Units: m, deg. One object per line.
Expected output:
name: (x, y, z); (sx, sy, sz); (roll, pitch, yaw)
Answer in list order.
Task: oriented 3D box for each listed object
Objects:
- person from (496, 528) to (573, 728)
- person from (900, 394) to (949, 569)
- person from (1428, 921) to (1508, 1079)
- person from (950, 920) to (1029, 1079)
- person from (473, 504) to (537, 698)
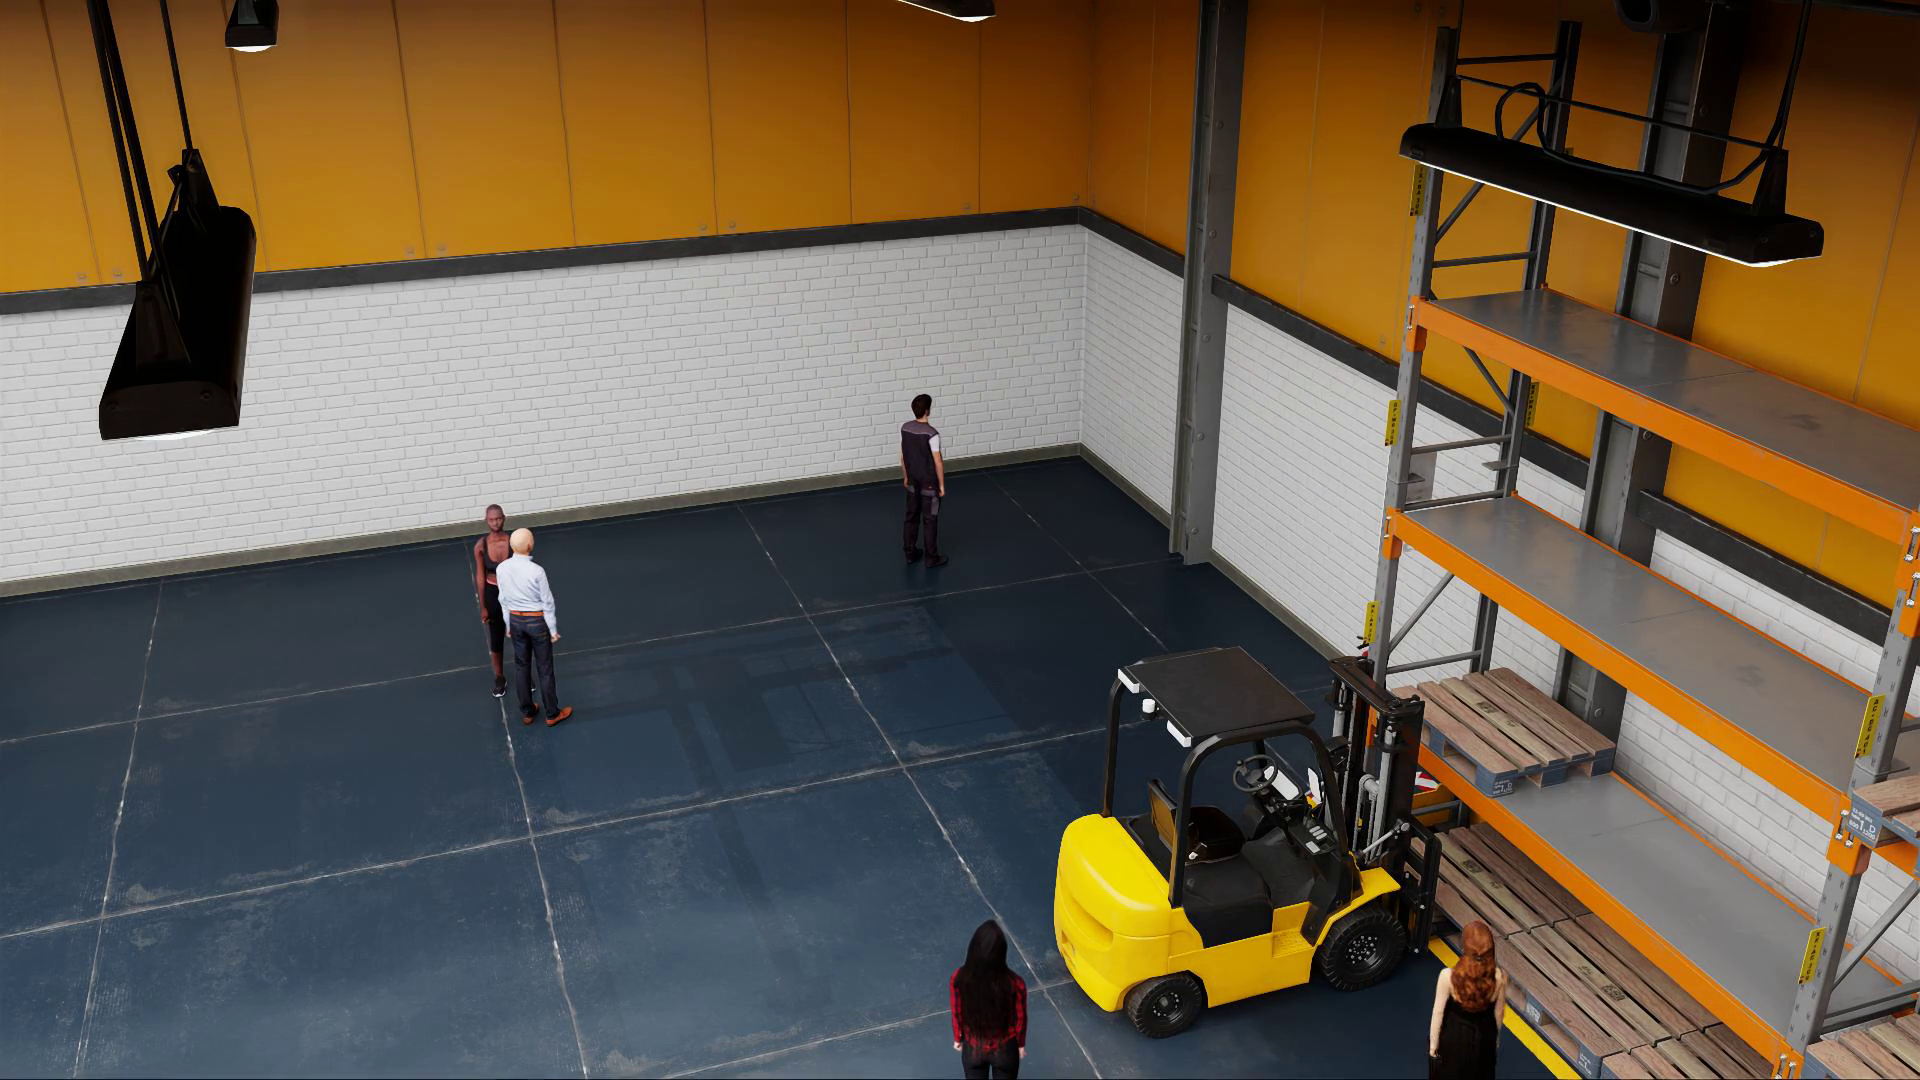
person: (-3.629, 0.736, 14.066); (0.734, 1.791, 0.752); (5, 24, 12)
person: (-0.385, -0.613, 17.081); (0.715, 1.848, 0.810); (15, 28, 31)
person: (2.872, 2.885, 9.381); (0.823, 1.607, 1.021); (2, 24, 4)
person: (0.171, 2.865, 9.361); (0.659, 1.658, 0.657); (3, 24, 7)
person: (-4.009, 0.508, 14.630); (0.570, 1.758, 0.515); (-9, 25, -19)
